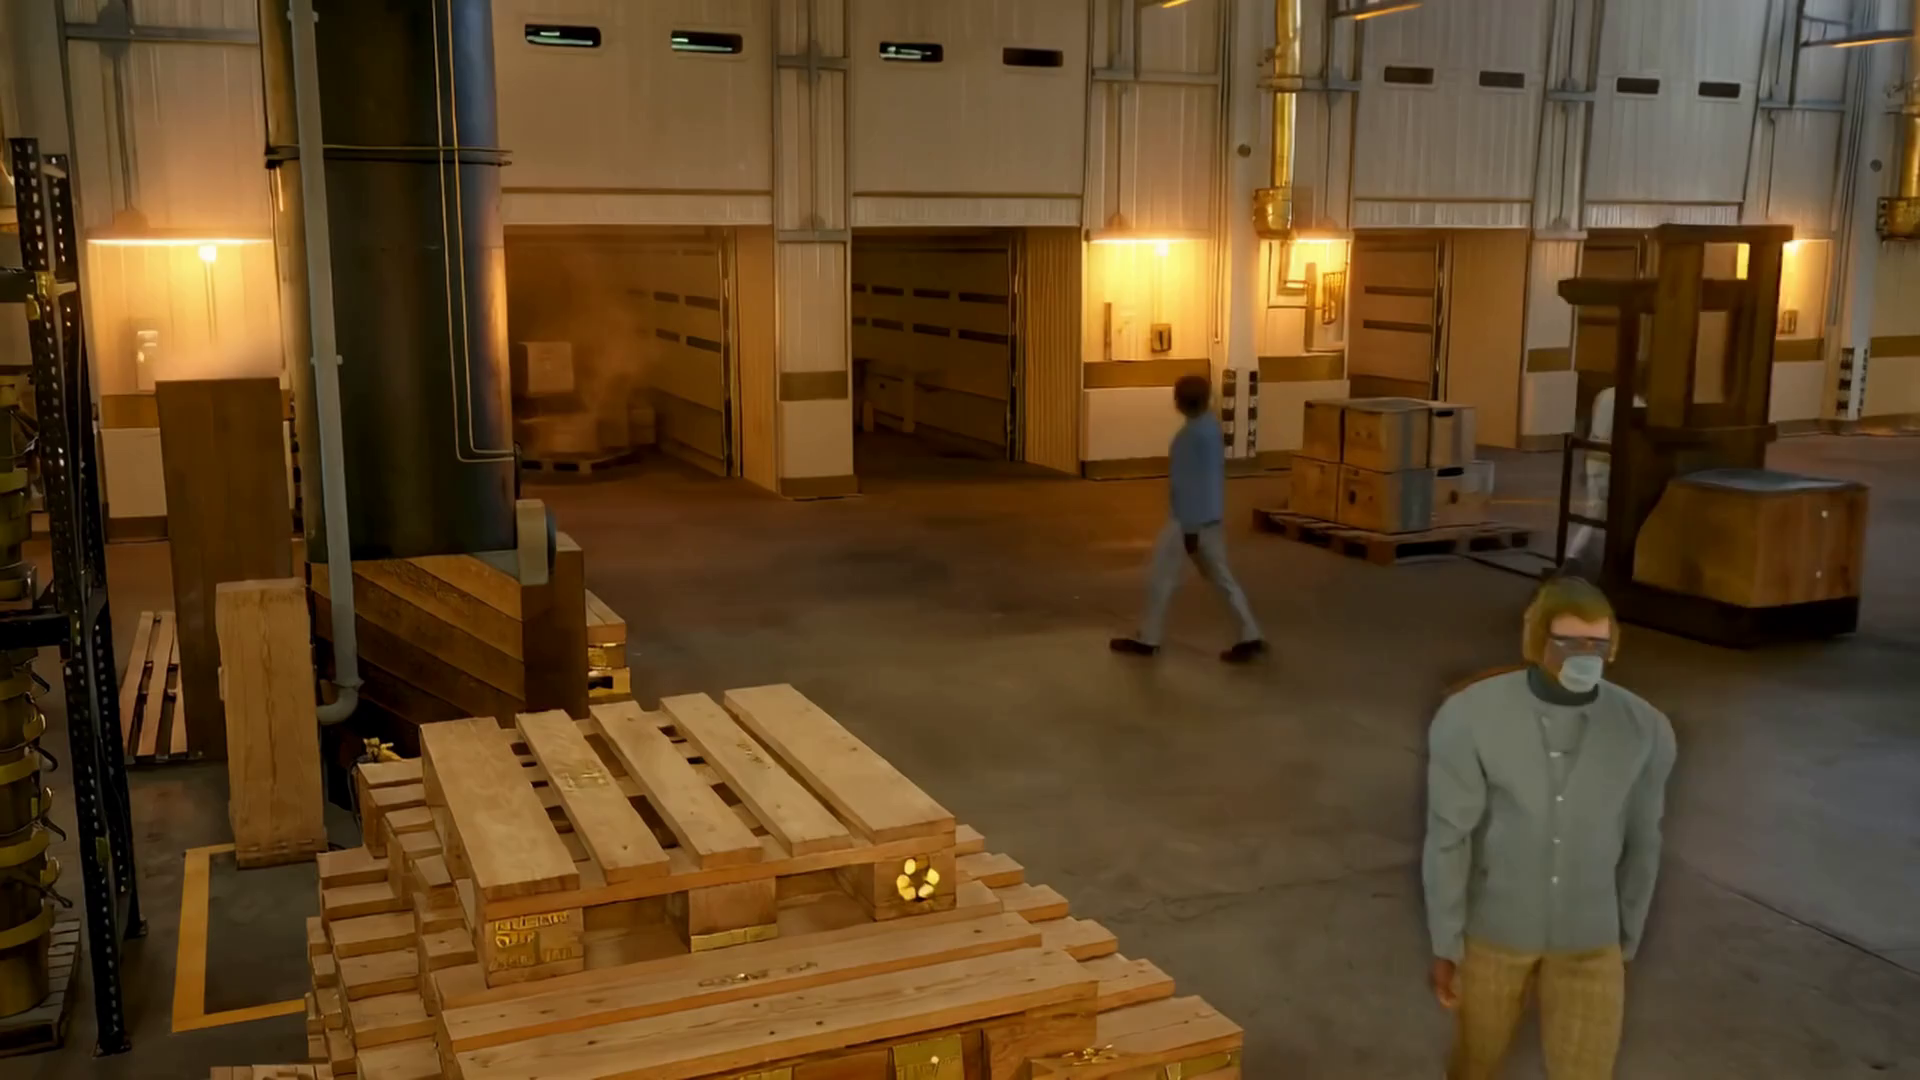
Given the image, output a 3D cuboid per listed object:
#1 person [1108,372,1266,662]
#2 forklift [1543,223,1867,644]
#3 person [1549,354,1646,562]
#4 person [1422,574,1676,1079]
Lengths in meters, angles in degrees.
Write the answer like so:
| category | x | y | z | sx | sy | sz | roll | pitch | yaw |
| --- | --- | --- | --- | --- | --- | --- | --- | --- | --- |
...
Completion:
| category | x | y | z | sx | sy | sz | roll | pitch | yaw |
| --- | --- | --- | --- | --- | --- | --- | --- | --- | --- |
| person | 1.515 | -0.142 | 10.710 | 1.031 | 1.892 | 0.648 | 5 | 11 | 24 |
| forklift | 5.296 | -0.822 | 11.716 | 1.129 | 2.768 | 1.873 | -4 | 11 | -23 |
| person | 5.036 | -0.546 | 13.053 | 0.881 | 1.855 | 0.609 | -2 | 10 | -10 |
| person | 1.520 | 0.999 | 4.405 | 0.624 | 1.904 | 0.997 | 1 | 10 | 7 |
